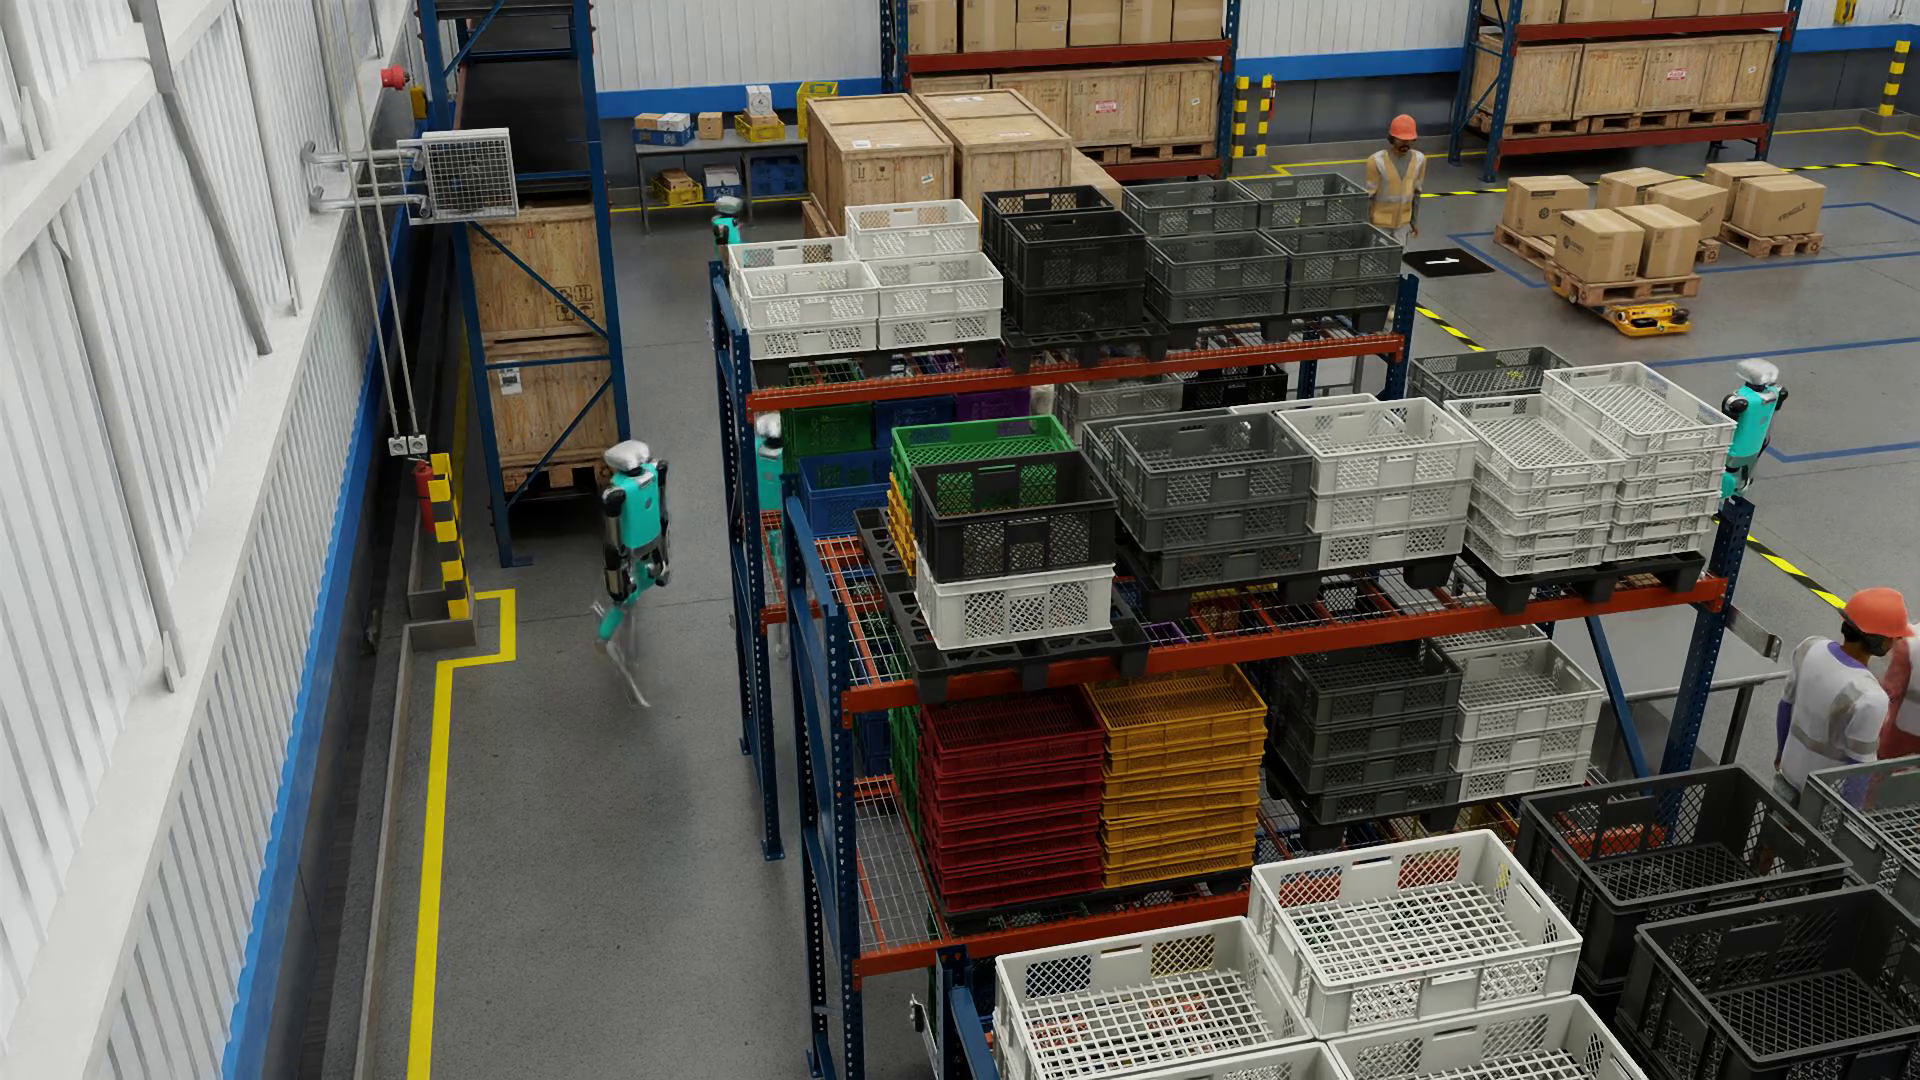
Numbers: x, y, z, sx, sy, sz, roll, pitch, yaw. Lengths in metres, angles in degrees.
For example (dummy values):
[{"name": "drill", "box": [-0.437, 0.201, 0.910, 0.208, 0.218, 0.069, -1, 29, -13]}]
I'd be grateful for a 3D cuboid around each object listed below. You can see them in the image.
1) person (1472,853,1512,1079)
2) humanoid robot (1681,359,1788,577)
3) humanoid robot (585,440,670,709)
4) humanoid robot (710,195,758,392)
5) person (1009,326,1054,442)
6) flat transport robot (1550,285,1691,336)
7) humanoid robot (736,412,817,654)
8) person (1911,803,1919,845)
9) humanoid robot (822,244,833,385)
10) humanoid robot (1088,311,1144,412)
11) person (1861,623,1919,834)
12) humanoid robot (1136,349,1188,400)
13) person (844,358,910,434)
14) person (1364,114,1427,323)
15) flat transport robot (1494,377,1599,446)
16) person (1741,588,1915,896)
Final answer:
[{"name": "person", "box": [2.078, 1.992, 6.718, 0.484, 1.711, 0.293, -4, 28, -8]}, {"name": "humanoid robot", "box": [5.035, -0.487, 11.257, 0.533, 1.673, 0.735, -15, 31, -26]}, {"name": "humanoid robot", "box": [-2.151, 0.175, 10.197, 0.801, 1.800, 0.535, 14, 31, 25]}, {"name": "humanoid robot", "box": [-1.795, -2.065, 14.447, 0.668, 1.857, 0.557, 1, 28, 2]}, {"name": "person", "box": [0.459, -0.639, 11.586, 0.332, 1.836, 0.504, -23, 36, -37]}, {"name": "flat transport robot", "box": [6.560, -2.387, 16.545, 0.652, 0.197, 1.431, -6, 28, -12]}, {"name": "humanoid robot", "box": [-1.061, -0.029, 10.558, 0.561, 1.818, 0.652, 10, 29, 18]}, {"name": "person", "box": [4.885, 1.144, 8.268, 0.523, 1.769, 0.324, -17, 32, -28]}, {"name": "humanoid robot", "box": [-0.988, -1.701, 13.811, 0.786, 1.622, 0.590, -7, 29, -13]}, {"name": "humanoid robot", "box": [1.238, -1.291, 12.986, 0.613, 1.641, 0.372, 25, 37, 38]}, {"name": "person", "box": [4.899, 1.027, 8.368, 0.614, 1.883, 0.825, 1, 28, 2]}, {"name": "humanoid robot", "box": [1.190, -0.319, 11.138, 0.567, 1.831, 0.871, 24, 36, 38]}, {"name": "person", "box": [-0.519, -0.719, 11.770, 0.614, 1.797, 0.689, 20, 34, 33]}, {"name": "person", "box": [4.144, -3.064, 15.960, 0.607, 2.043, 0.395, -6, 28, -11]}, {"name": "flat transport robot", "box": [4.780, -1.036, 14.013, 0.659, 0.231, 1.431, -6, 28, -12]}, {"name": "person", "box": [4.163, 1.128, 8.008, 0.393, 2.038, 0.613, -4, 28, -7]}]
